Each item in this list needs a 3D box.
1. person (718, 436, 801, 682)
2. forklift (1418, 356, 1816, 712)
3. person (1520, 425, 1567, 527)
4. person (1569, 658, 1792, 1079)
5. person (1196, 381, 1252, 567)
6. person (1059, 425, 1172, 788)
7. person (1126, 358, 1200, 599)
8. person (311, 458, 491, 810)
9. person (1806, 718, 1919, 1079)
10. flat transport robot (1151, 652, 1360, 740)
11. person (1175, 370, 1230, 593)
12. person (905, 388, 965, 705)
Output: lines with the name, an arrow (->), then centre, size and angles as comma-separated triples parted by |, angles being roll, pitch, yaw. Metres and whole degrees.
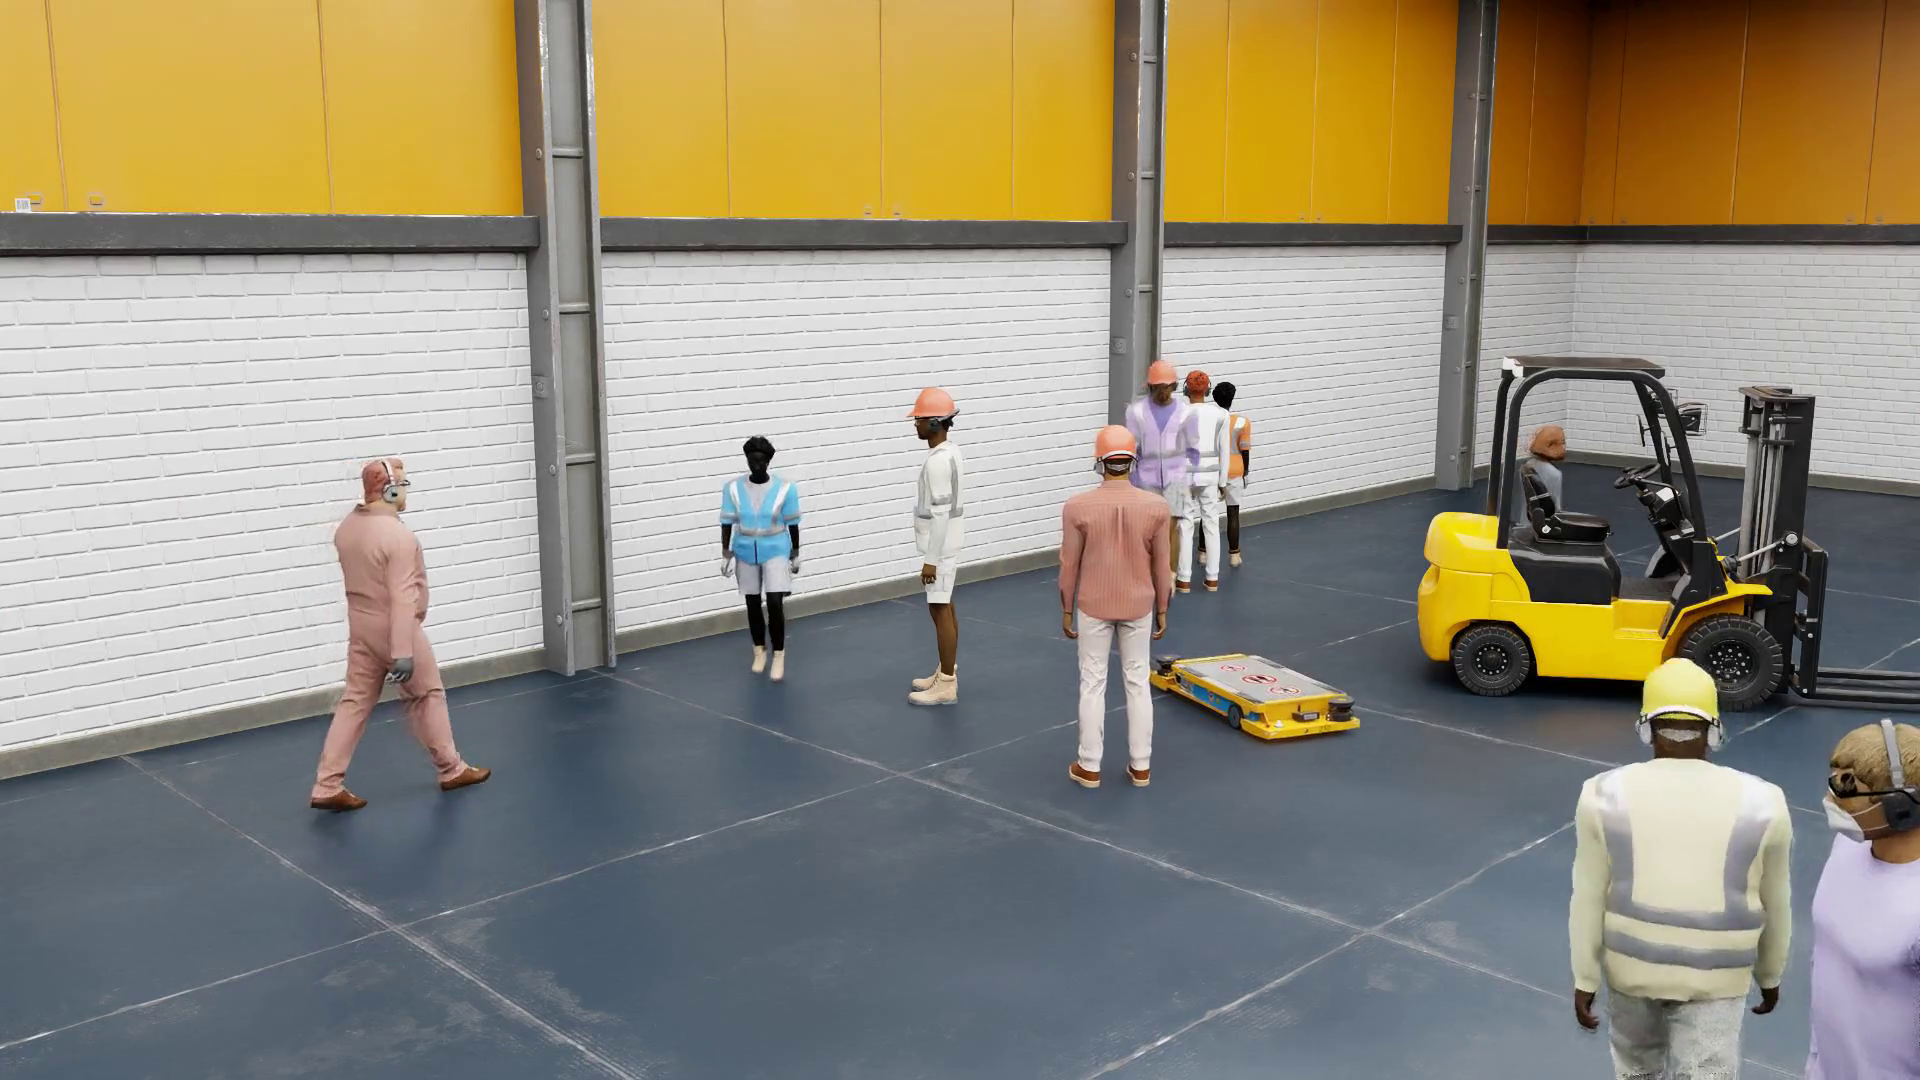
person -> -1.362, 0.129, 11.257 | 0.544, 1.672, 0.639 | 1, 10, 6
forklift -> 4.276, -0.101, 11.076 | 2.313, 2.155, 1.214 | 2, 11, 13
person -> 4.259, -0.041, 12.294 | 0.415, 1.623, 0.517 | -1, 10, -7
person -> 2.073, 1.254, 4.831 | 0.603, 1.792, 0.869 | 5, 11, 24
person -> 2.390, -0.599, 15.176 | 0.532, 1.691, 0.321 | 4, 11, 20
person -> 0.849, 0.361, 9.123 | 0.617, 1.988, 0.404 | -1, 10, -5
person -> 1.703, -0.537, 13.965 | 0.617, 2.016, 0.730 | 2, 11, 10
person -> -3.031, 0.492, 8.774 | 0.661, 1.862, 0.985 | 8, 13, 38
person -> 2.132, 1.353, 3.861 | 0.362, 1.932, 0.631 | 1, 10, 6
flat transport robot -> 1.846, 0.957, 10.556 | 0.652, 0.197, 1.431 | -4, 11, -22
person -> 1.988, -0.489, 14.043 | 0.575, 1.882, 0.359 | -2, 11, -9
person -> -0.162, 0.042, 10.709 | 0.377, 2.044, 0.607 | 1, 10, 4
